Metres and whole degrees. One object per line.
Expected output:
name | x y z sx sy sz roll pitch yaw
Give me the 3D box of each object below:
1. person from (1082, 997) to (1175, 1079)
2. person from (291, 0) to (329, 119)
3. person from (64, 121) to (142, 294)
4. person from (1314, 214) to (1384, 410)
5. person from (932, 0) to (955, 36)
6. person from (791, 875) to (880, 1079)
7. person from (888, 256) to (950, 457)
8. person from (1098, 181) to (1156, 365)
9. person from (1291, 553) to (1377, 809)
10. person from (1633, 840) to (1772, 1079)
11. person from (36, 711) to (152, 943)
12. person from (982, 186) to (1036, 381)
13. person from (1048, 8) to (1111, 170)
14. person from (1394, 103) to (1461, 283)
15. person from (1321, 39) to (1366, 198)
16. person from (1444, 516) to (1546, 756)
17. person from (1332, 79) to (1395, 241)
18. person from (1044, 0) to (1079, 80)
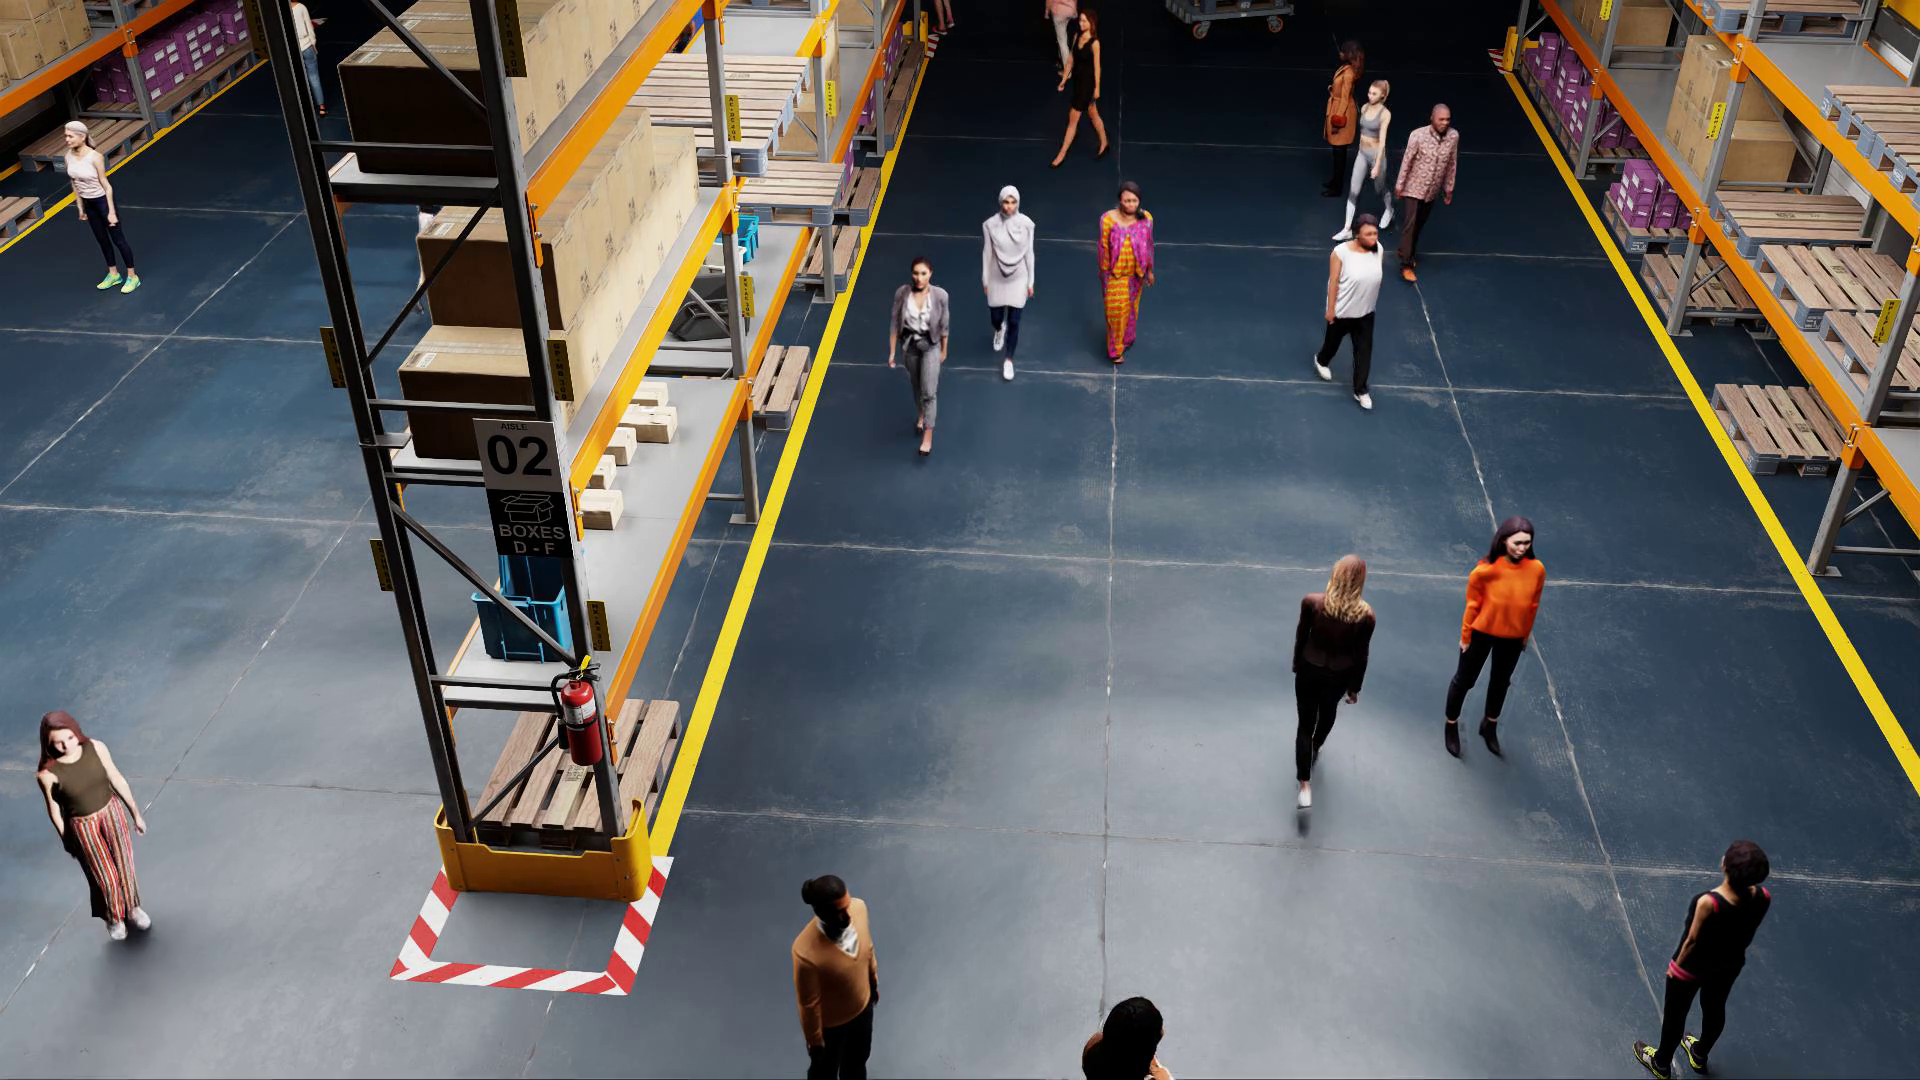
person | 0.655 2.686 7.192 0.954 1.799 0.922 -18 38 -25
person | -8.099 -5.992 20.352 0.695 1.683 0.690 -12 35 -17
person | -8.395 -3.263 16.230 0.638 1.702 0.599 10 35 15
person | 3.380 -2.047 14.445 0.895 1.652 1.185 -8 35 -12
person | -0.210 -7.980 23.204 0.795 1.837 0.864 -28 43 -35
person | -0.583 2.230 7.918 0.814 1.756 0.705 21 39 28
person | -0.321 -1.587 13.758 0.698 1.645 0.992 6 34 10
person | 1.496 -2.503 15.126 0.793 1.659 1.004 -7 34 -10
person | 2.187 0.872 10.037 0.688 1.671 1.122 6 34 10
person | 3.747 2.094 8.305 0.595 1.553 0.592 -7 34 -10
person | -4.790 1.525 9.161 0.746 1.554 0.681 25 41 33
person | 0.431 -2.327 14.766 0.639 1.763 0.842 1 34 1
person | 1.489 -5.137 18.981 1.071 1.777 1.116 -19 38 -26
person | 4.581 -3.526 16.571 0.893 1.763 1.132 -8 34 -12
person | 4.203 -4.640 18.279 0.777 1.727 0.589 9 35 13
person | 3.331 0.590 10.391 0.641 1.748 0.585 -1 34 -2
person | 4.344 -3.960 17.305 1.132 1.672 1.095 -24 40 -31
person | 1.385 -6.852 21.623 0.775 1.708 0.835 -24 41 -32
